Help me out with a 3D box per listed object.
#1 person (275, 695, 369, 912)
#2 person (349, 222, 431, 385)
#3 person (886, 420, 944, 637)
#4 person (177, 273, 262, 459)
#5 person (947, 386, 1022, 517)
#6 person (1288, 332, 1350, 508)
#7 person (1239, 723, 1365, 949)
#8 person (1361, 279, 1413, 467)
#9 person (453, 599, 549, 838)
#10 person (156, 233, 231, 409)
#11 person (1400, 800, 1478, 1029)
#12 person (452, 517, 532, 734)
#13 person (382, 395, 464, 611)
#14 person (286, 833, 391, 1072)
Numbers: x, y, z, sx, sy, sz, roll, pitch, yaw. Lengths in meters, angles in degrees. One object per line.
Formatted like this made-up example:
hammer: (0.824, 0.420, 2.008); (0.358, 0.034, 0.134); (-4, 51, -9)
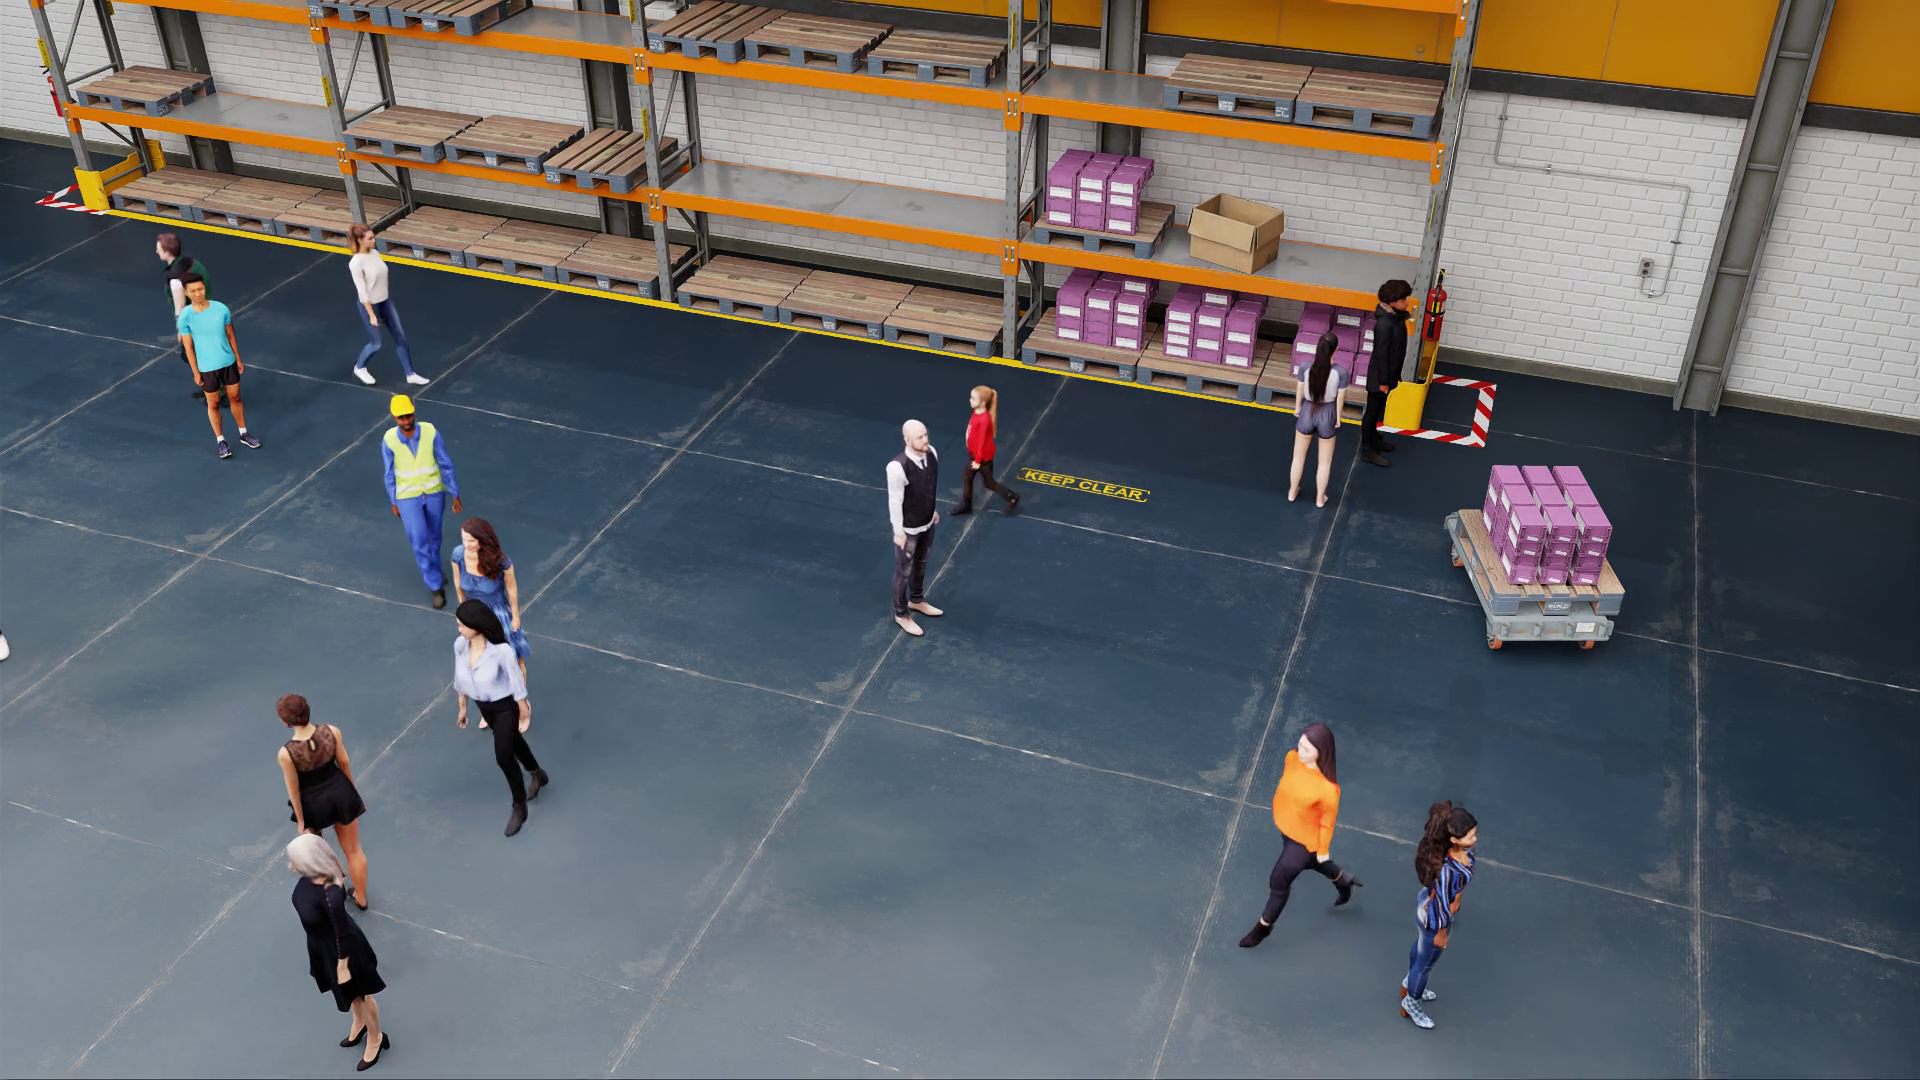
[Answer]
person: (-3.935, 1.682, 10.408); (0.826, 1.660, 0.967); (-26, 41, -33)
person: (-5.790, -2.272, 16.322); (0.971, 1.699, 0.615); (12, 35, 17)
person: (-0.359, -0.131, 12.989); (0.686, 1.822, 0.746); (21, 39, 28)
person: (-6.843, -1.621, 15.271); (0.692, 1.777, 0.687); (-26, 41, -33)
person: (0.232, -0.749, 14.421); (0.913, 1.266, 0.797); (-9, 35, -14)
person: (3.125, -1.049, 14.528); (0.442, 1.646, 0.651); (13, 36, 19)
person: (2.173, 1.783, 10.205); (1.180, 1.715, 1.083); (-11, 35, -16)
person: (3.857, -1.551, 15.162); (0.608, 1.781, 0.622); (14, 36, 19)
person: (-3.073, 1.091, 11.250); (0.805, 1.712, 0.741); (14, 36, 20)
person: (-7.244, -2.081, 15.919); (0.822, 1.826, 0.783); (-2, 34, -3)
person: (2.784, 2.175, 9.705); (0.536, 1.616, 0.598); (11, 35, 15)
person: (-3.347, 0.608, 11.892); (0.560, 1.805, 0.758); (6, 34, 9)
person: (-4.368, -0.410, 13.432); (0.993, 1.796, 1.078); (-19, 38, -26)
person: (-3.518, 2.306, 9.389); (0.756, 1.748, 0.664); (-23, 40, -31)
